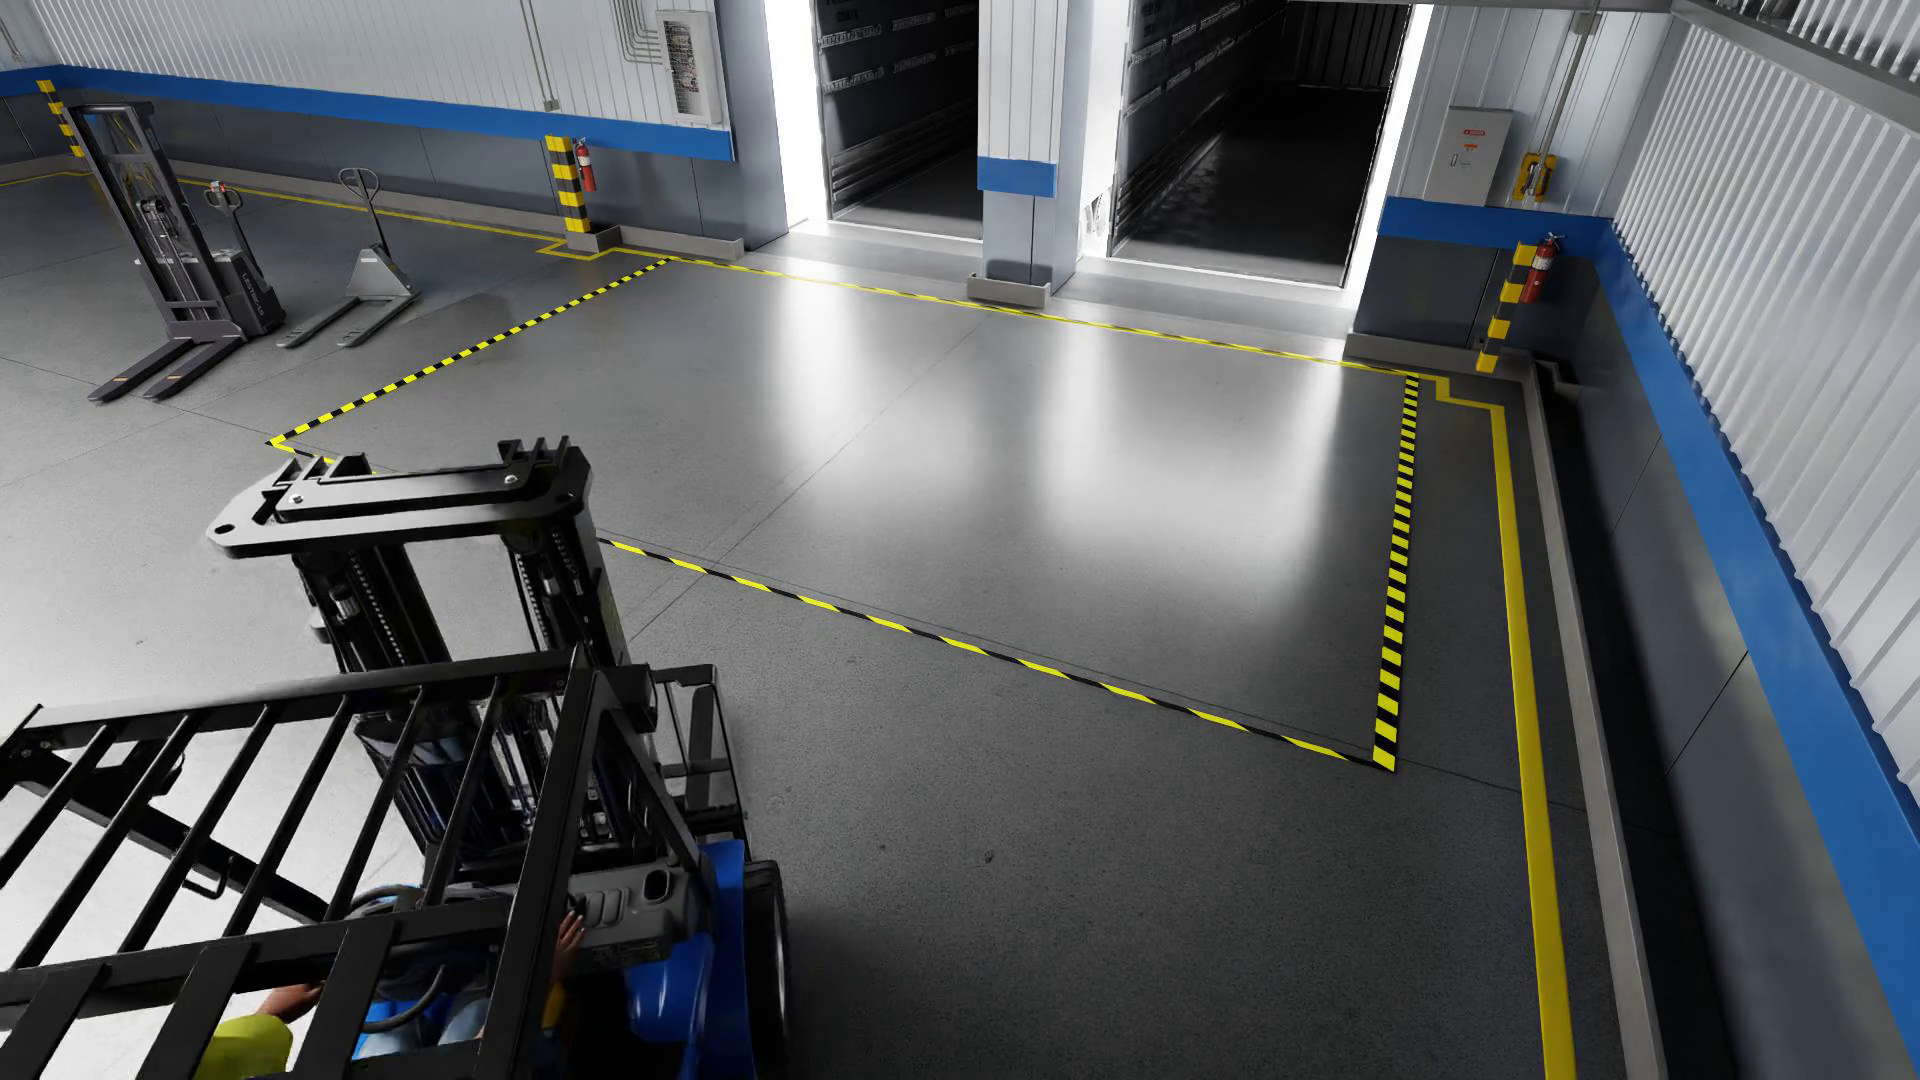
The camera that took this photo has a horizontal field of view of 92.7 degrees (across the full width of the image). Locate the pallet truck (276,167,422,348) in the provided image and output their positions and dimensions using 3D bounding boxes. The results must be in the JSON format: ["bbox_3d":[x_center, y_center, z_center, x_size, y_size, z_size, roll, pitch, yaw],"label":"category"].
[{"bbox_3d":[-5.732,-2.611,8.414,0.680,1.201,1.601,-1,35,-1],"label":"pallet truck"}]

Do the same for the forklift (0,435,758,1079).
[{"bbox_3d":[-1.106,1.259,1.909,1.157,2.036,2.680,-6,35,-8],"label":"forklift"}]

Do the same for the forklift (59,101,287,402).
[{"bbox_3d":[-6.686,-2.387,7.434,0.823,1.965,1.885,-3,35,-5],"label":"forklift"}]

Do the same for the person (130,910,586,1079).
[{"bbox_3d":[-1.110,1.071,1.851,0.635,1.293,1.004,-6,35,-8],"label":"person"}]
